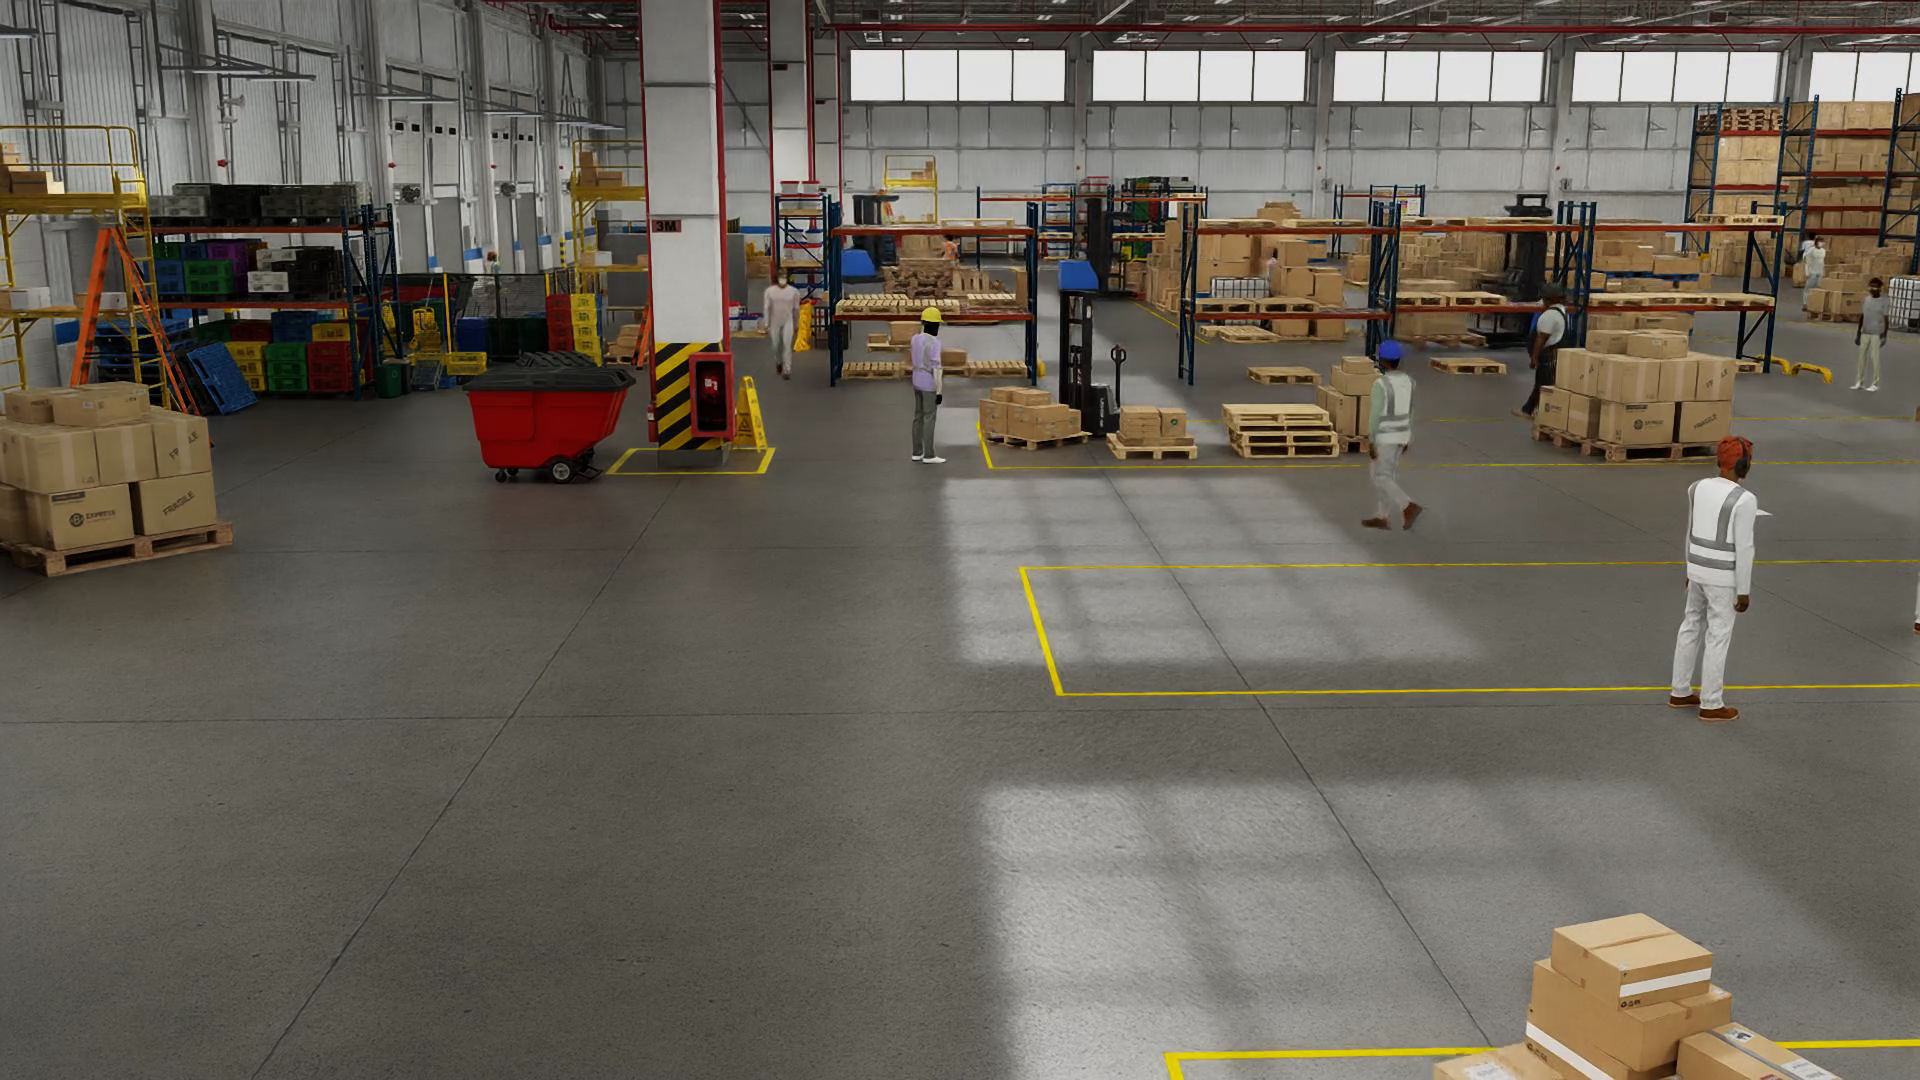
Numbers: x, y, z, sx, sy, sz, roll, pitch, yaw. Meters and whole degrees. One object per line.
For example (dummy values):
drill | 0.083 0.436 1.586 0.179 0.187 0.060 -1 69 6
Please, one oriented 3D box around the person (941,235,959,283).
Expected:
person | -0.292 -8.747 51.928 0.561 1.681 0.414 5 13 20

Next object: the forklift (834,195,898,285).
forklift | -3.082 -9.581 52.978 1.873 2.768 1.129 -7 14 -29

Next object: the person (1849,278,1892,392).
person | 14.925 -3.358 27.224 0.319 1.856 0.528 -7 14 -29

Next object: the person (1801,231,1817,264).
person | 27.191 -9.031 53.210 0.407 1.680 0.549 -11 17 -42

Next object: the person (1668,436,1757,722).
person | 4.949 0.251 10.889 0.353 1.877 0.573 -3 13 -15

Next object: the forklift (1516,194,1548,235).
forklift | 18.859 -10.048 55.087 1.129 2.768 1.873 0 12 -2

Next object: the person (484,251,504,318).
person | -11.483 -6.268 40.874 0.521 1.632 0.314 10 16 39

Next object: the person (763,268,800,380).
person | -3.084 -3.760 28.885 0.639 1.923 0.703 -1 12 -2

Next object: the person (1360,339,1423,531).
person | 4.311 -1.011 16.439 0.604 1.933 0.691 -10 16 -38

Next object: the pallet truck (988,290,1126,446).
pallet truck | 1.257 -2.299 22.111 1.885 1.965 0.823 -9 15 -35

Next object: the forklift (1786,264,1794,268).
forklift | 31.335 -11.250 60.514 1.873 2.768 1.129 0 12 -2

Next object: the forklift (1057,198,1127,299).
forklift | 3.726 -8.210 46.788 1.873 2.768 1.129 0 12 -2

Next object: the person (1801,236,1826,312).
person | 21.877 -6.801 42.574 0.632 1.936 0.359 -6 14 -25

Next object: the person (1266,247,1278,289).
person | 7.312 -5.924 38.871 0.564 1.832 0.628 0 12 1

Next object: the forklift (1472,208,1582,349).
forklift | 11.569 -5.310 33.697 1.873 2.768 1.129 0 12 -2

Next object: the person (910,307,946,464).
person | -0.386 -1.900 20.486 0.390 1.923 0.585 -9 15 -34

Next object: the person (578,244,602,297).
person | -8.674 -5.970 38.931 0.605 1.897 0.744 -1 13 -5

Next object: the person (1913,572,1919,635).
person | 7.614 -0.186 12.828 0.356 1.884 0.574 8 15 33

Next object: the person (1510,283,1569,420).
person | 8.292 -2.672 23.698 0.837 2.000 0.701 9 15 35
